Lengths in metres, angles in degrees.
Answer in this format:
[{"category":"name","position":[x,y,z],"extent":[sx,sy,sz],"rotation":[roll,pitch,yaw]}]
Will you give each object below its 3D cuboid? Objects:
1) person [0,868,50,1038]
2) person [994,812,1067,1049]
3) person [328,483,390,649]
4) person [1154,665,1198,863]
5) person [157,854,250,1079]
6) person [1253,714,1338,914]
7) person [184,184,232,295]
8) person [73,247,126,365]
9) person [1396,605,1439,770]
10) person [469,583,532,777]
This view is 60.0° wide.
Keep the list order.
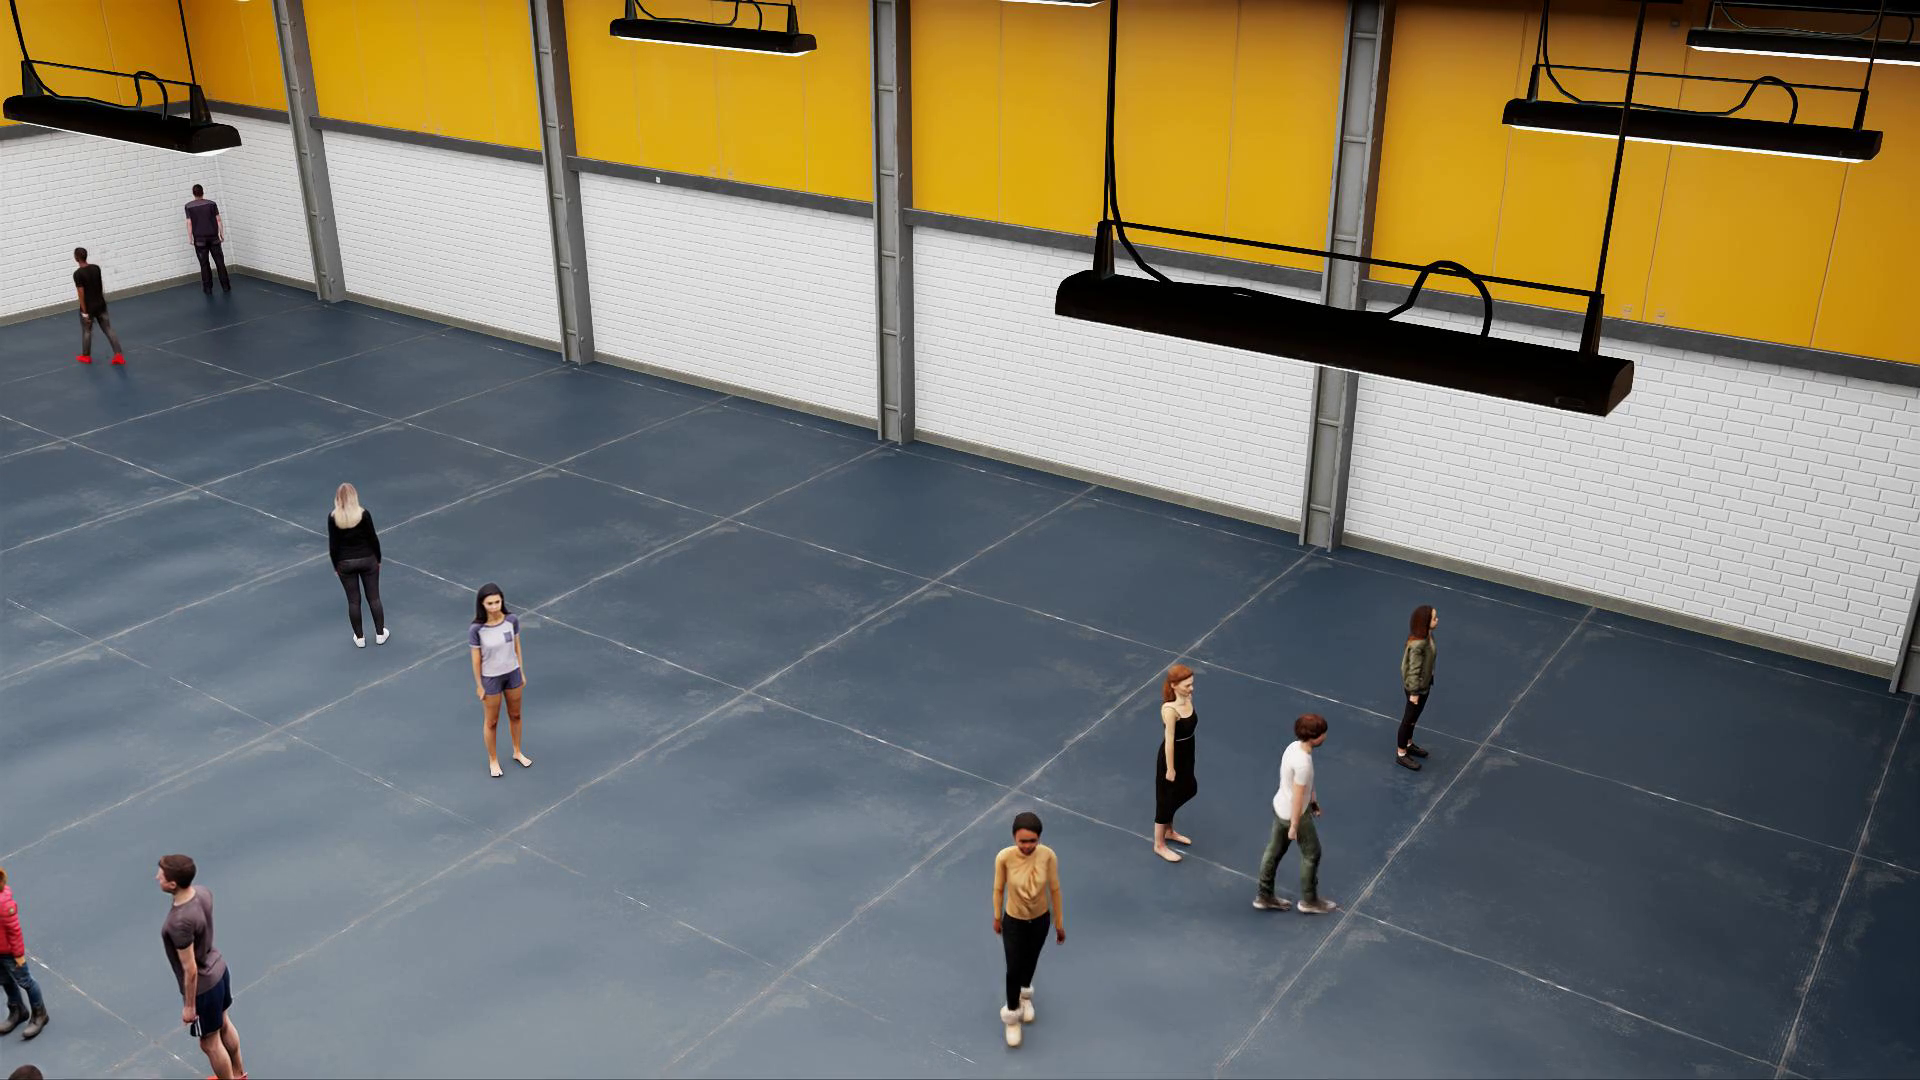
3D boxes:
[{"category":"person","position":[-6.356,2.709,11.066],"extent":[0.521,1.315,0.635],"rotation":[6,24,12]},{"category":"person","position":[0.431,2.492,11.147],"extent":[0.857,1.646,0.917],"rotation":[-4,24,-10]},{"category":"person","position":[-5.890,0.243,16.243],"extent":[0.698,1.686,0.728],"rotation":[-7,25,-16]},{"category":"person","position":[1.672,1.703,12.979],"extent":[0.587,1.626,0.581],"rotation":[13,27,27]},{"category":"person","position":[-4.697,2.743,10.316],"extent":[0.773,1.852,0.718],"rotation":[-4,24,-8]},{"category":"person","position":[2.366,2.018,12.246],"extent":[0.930,1.635,0.829],"rotation":[-1,24,-2]},{"category":"person","position":[-12.861,-5.152,28.386],"extent":[0.804,1.845,0.770],"rotation":[-13,27,-26]},{"category":"person","position":[-12.691,-3.414,24.504],"extent":[1.096,1.770,0.736],"rotation":[11,26,24]},{"category":"person","position":[3.918,1.231,14.245],"extent":[0.537,1.477,0.598],"rotation":[12,26,26]},{"category":"person","position":[-3.891,1.161,14.086],"extent":[0.640,1.733,0.595],"rotation":[-17,29,-33]}]
